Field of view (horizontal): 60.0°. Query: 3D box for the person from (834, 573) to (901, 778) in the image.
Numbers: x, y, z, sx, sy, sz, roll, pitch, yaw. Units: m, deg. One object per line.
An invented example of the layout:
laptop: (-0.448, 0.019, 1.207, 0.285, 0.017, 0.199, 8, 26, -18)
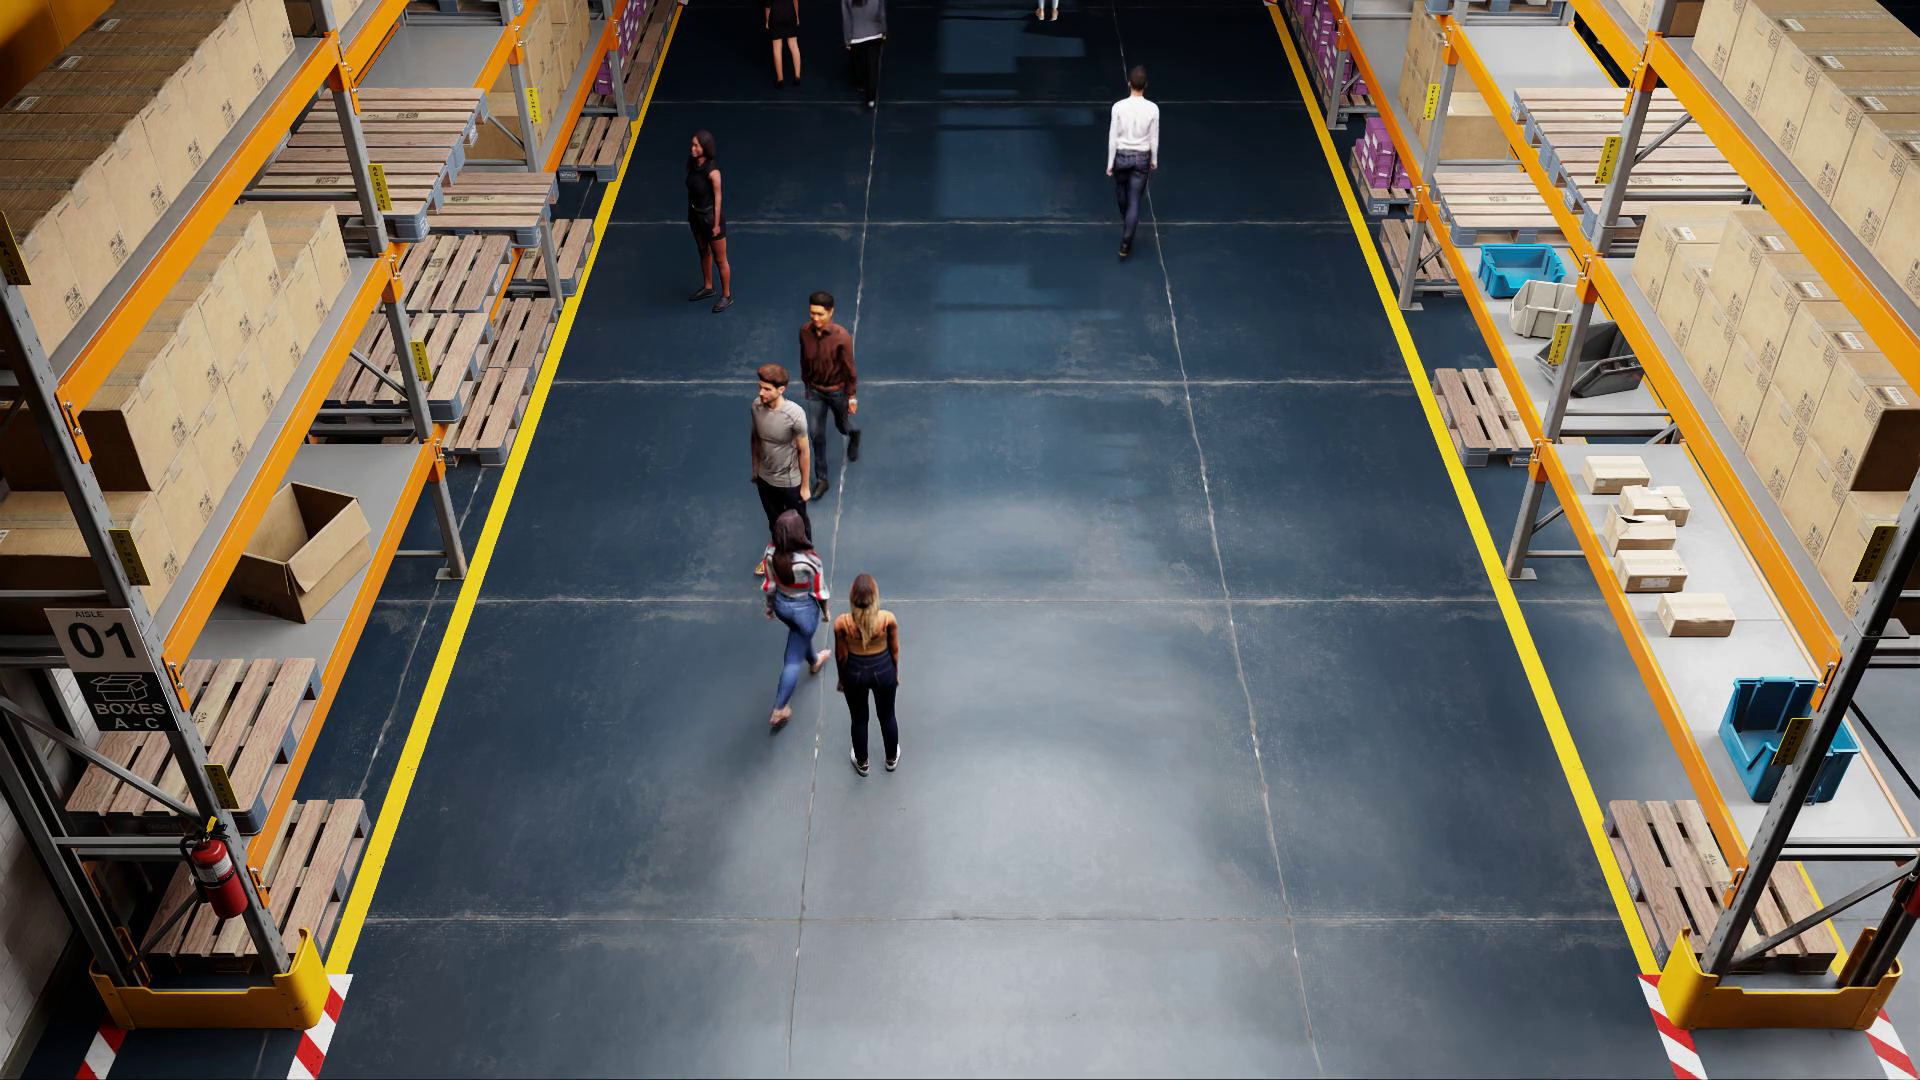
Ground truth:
person: (-0.587, 0.878, 10.716, 0.592, 1.628, 0.557, -5, 39, -6)

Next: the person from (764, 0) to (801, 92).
person: (-2.076, -6.076, 19.385, 0.617, 1.675, 0.591, -14, 41, -17)

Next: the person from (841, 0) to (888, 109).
person: (-1.091, -5.721, 19.033, 0.727, 1.561, 1.036, -3, 39, -4)

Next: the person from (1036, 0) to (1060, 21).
person: (1.148, -7.518, 21.095, 0.589, 1.795, 0.508, 2, 39, 3)

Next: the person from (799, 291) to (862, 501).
person: (-1.003, -1.223, 13.249, 0.888, 1.750, 1.172, 12, 40, 14)

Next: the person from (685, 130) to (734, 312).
person: (-2.348, -2.976, 15.453, 0.669, 1.738, 0.721, 30, 47, 32)

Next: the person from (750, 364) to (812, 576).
person: (-1.307, -0.488, 12.214, 0.734, 1.893, 0.721, 20, 43, 23)

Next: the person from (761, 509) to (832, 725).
person: (-1.135, 0.532, 11.191, 0.920, 1.576, 1.176, 14, 41, 17)

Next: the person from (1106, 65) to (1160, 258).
person: (1.674, -3.647, 16.229, 0.787, 1.820, 1.268, 7, 39, 8)
